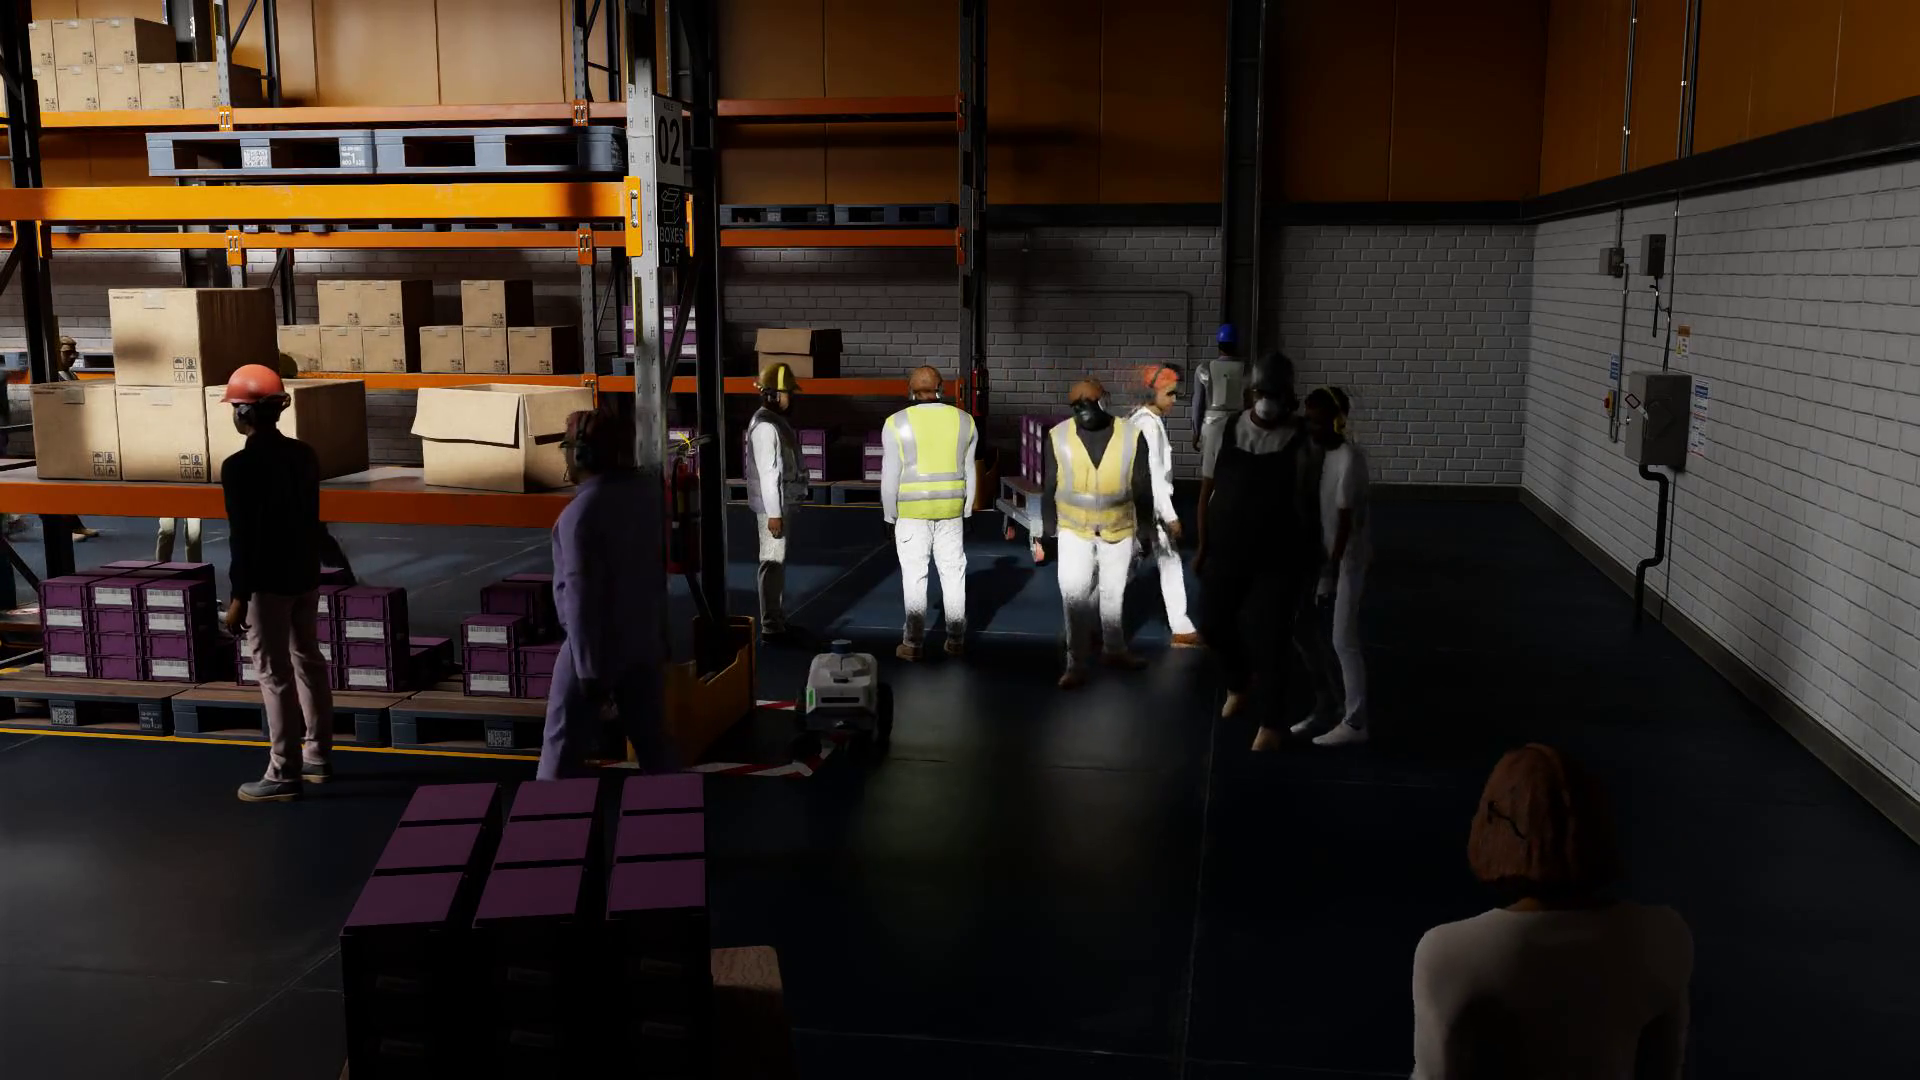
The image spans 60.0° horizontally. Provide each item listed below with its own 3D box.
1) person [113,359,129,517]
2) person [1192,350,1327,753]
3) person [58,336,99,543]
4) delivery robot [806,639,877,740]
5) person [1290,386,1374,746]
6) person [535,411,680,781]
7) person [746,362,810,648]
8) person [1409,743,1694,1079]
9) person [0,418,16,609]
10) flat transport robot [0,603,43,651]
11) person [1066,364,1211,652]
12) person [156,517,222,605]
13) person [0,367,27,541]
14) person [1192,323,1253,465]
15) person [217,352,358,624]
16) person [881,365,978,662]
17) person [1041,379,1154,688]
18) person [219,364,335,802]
[{"bbox_3d":[-8.167,-1.044,16.389,0.307,1.645,0.521,-3,10,-21],"label":"person"},{"bbox_3d":[1.535,0.029,8.503,0.716,2.000,0.598,5,10,27],"label":"person"},{"bbox_3d":[-8.001,-0.904,14.905,0.349,1.843,0.506,-1,9,-3],"label":"person"},{"bbox_3d":[-0.591,0.745,8.367,0.477,0.478,0.707,0,9,-2],"label":"delivery robot"},{"bbox_3d":[1.882,0.146,8.388,0.493,1.842,0.527,-1,9,-8],"label":"person"},{"bbox_3d":[-1.487,0.408,6.709,0.861,1.864,0.646,4,10,25],"label":"person"},{"bbox_3d":[-1.174,-0.231,10.758,0.404,1.834,0.589,0,9,-2],"label":"person"},{"bbox_3d":[1.020,1.153,2.865,0.503,1.607,0.702,0,9,0],"label":"person"},{"bbox_3d":[-6.279,-0.213,10.646,0.379,1.836,0.561,-1,9,-5],"label":"person"},{"bbox_3d":[-5.669,0.567,10.638,1.431,0.197,0.652,3,10,16],"label":"flat transport robot"},{"bbox_3d":[1.134,-0.195,10.503,0.929,1.847,0.574,2,9,13],"label":"person"},{"bbox_3d":[-5.558,-0.427,11.863,0.329,1.872,0.507,6,11,32],"label":"person"},{"bbox_3d":[-8.690,-0.894,14.712,0.429,1.889,0.695,2,9,15],"label":"person"},{"bbox_3d":[2.400,-0.975,15.018,0.618,1.946,0.394,1,9,8],"label":"person"},{"bbox_3d":[-4.539,-0.331,11.241,1.011,1.872,0.610,-3,10,-19],"label":"person"},{"bbox_3d":[-0.202,-0.163,10.321,0.624,1.841,0.430,-3,10,-20],"label":"person"},{"bbox_3d":[0.816,-0.057,9.833,0.652,1.800,0.672,0,9,0],"label":"person"},{"bbox_3d":[-3.141,0.198,7.597,0.394,1.994,0.612,2,9,12],"label":"person"}]
